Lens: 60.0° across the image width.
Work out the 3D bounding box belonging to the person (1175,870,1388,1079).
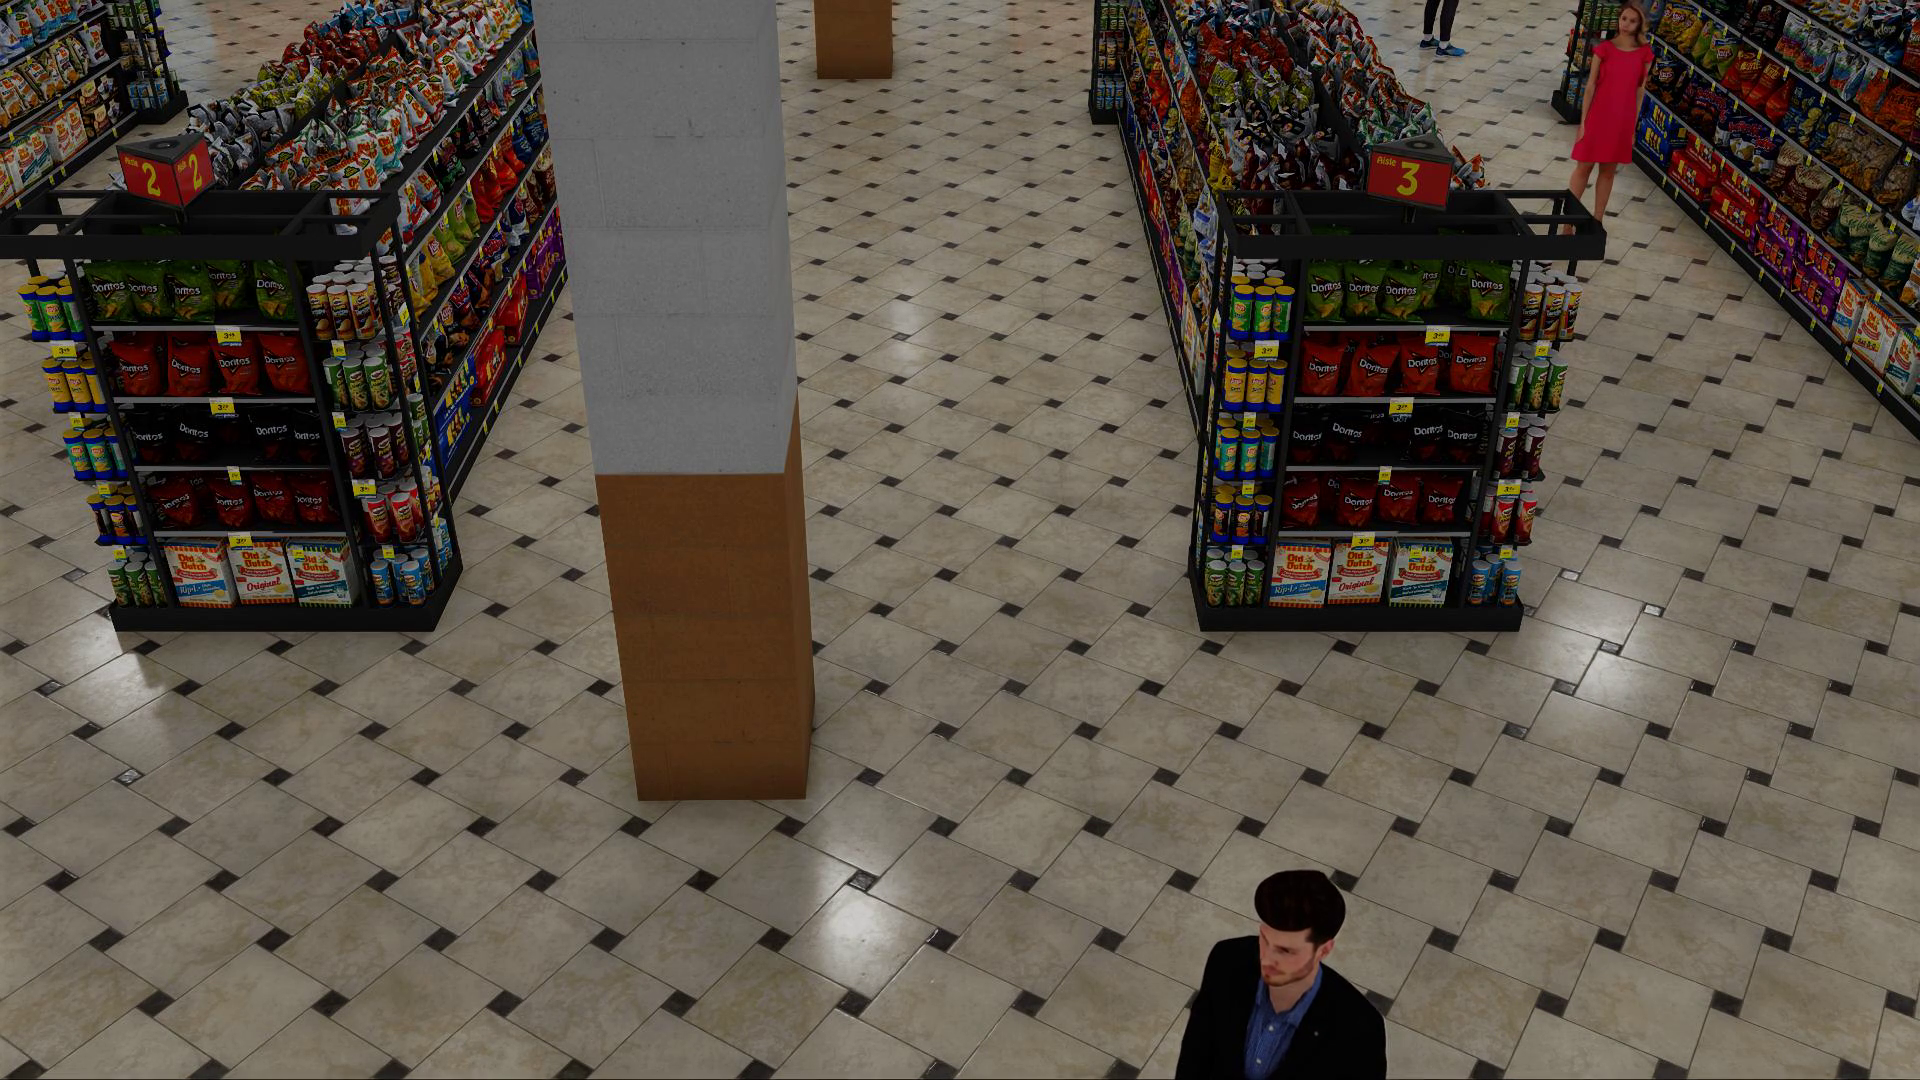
[{"bbox_3d":[0.792,1.570,4.308,0.788,1.894,0.820,22,38,31],"label":"person"}]

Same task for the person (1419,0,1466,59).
[{"bbox_3d":[4.680,-5.570,15.843,0.814,1.830,0.628,-10,33,-15],"label":"person"}]

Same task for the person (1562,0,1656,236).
[{"bbox_3d":[4.566,-2.939,11.712,0.605,1.727,0.589,5,32,8],"label":"person"}]
